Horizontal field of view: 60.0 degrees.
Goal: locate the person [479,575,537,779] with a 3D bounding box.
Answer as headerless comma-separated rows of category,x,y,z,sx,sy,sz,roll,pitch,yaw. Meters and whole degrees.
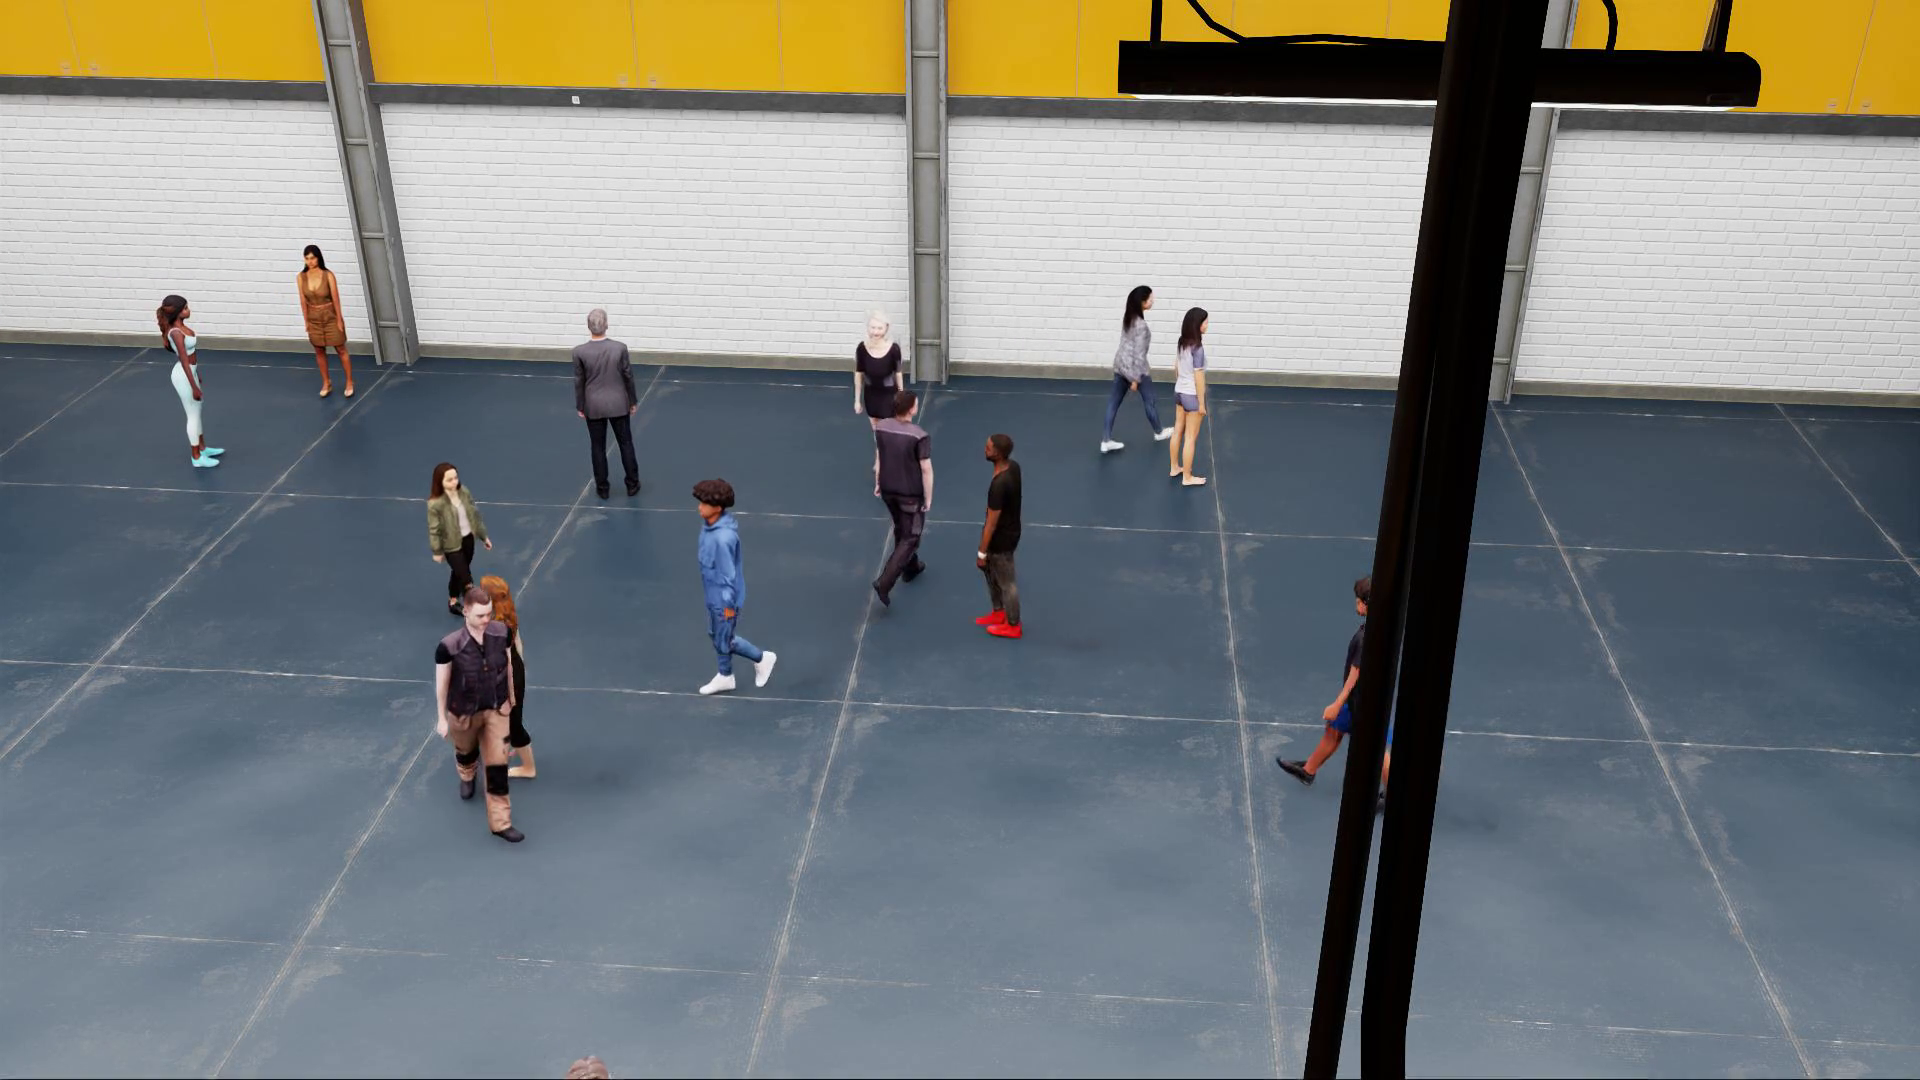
person,-3.069,0.974,11.504,0.628,1.615,0.581,4,29,8

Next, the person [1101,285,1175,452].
person,1.589,-1.638,16.214,1.162,1.691,0.948,-12,31,-21

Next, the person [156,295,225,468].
person,-7.429,-1.537,15.993,0.656,1.725,0.644,-10,30,-18

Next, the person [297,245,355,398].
person,-6.655,-2.292,17.420,0.490,1.684,0.630,0,29,0

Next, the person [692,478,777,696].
person,-1.698,0.363,12.431,0.974,1.801,0.887,-12,31,-20

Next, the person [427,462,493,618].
person,-4.102,0.027,13.419,1.019,1.444,0.826,15,32,26

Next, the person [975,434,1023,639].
person,0.425,-0.003,13.109,0.715,1.793,0.740,8,30,14

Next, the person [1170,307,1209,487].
person,2.164,-1.361,15.661,0.657,1.734,0.659,-11,31,-20

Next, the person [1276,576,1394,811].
person,2.797,1.094,11.148,1.191,1.746,0.834,10,30,18

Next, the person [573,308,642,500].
person,-3.268,-1.262,15.370,0.665,1.839,0.858,-7,29,-13

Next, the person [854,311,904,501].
person,-0.733,-1.321,15.535,0.932,1.784,0.681,4,29,7

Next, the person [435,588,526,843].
person,-3.249,1.080,11.133,1.256,1.785,1.233,-14,32,-24

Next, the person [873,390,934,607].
person,-0.508,-0.342,13.700,1.186,1.823,1.121,18,33,30
